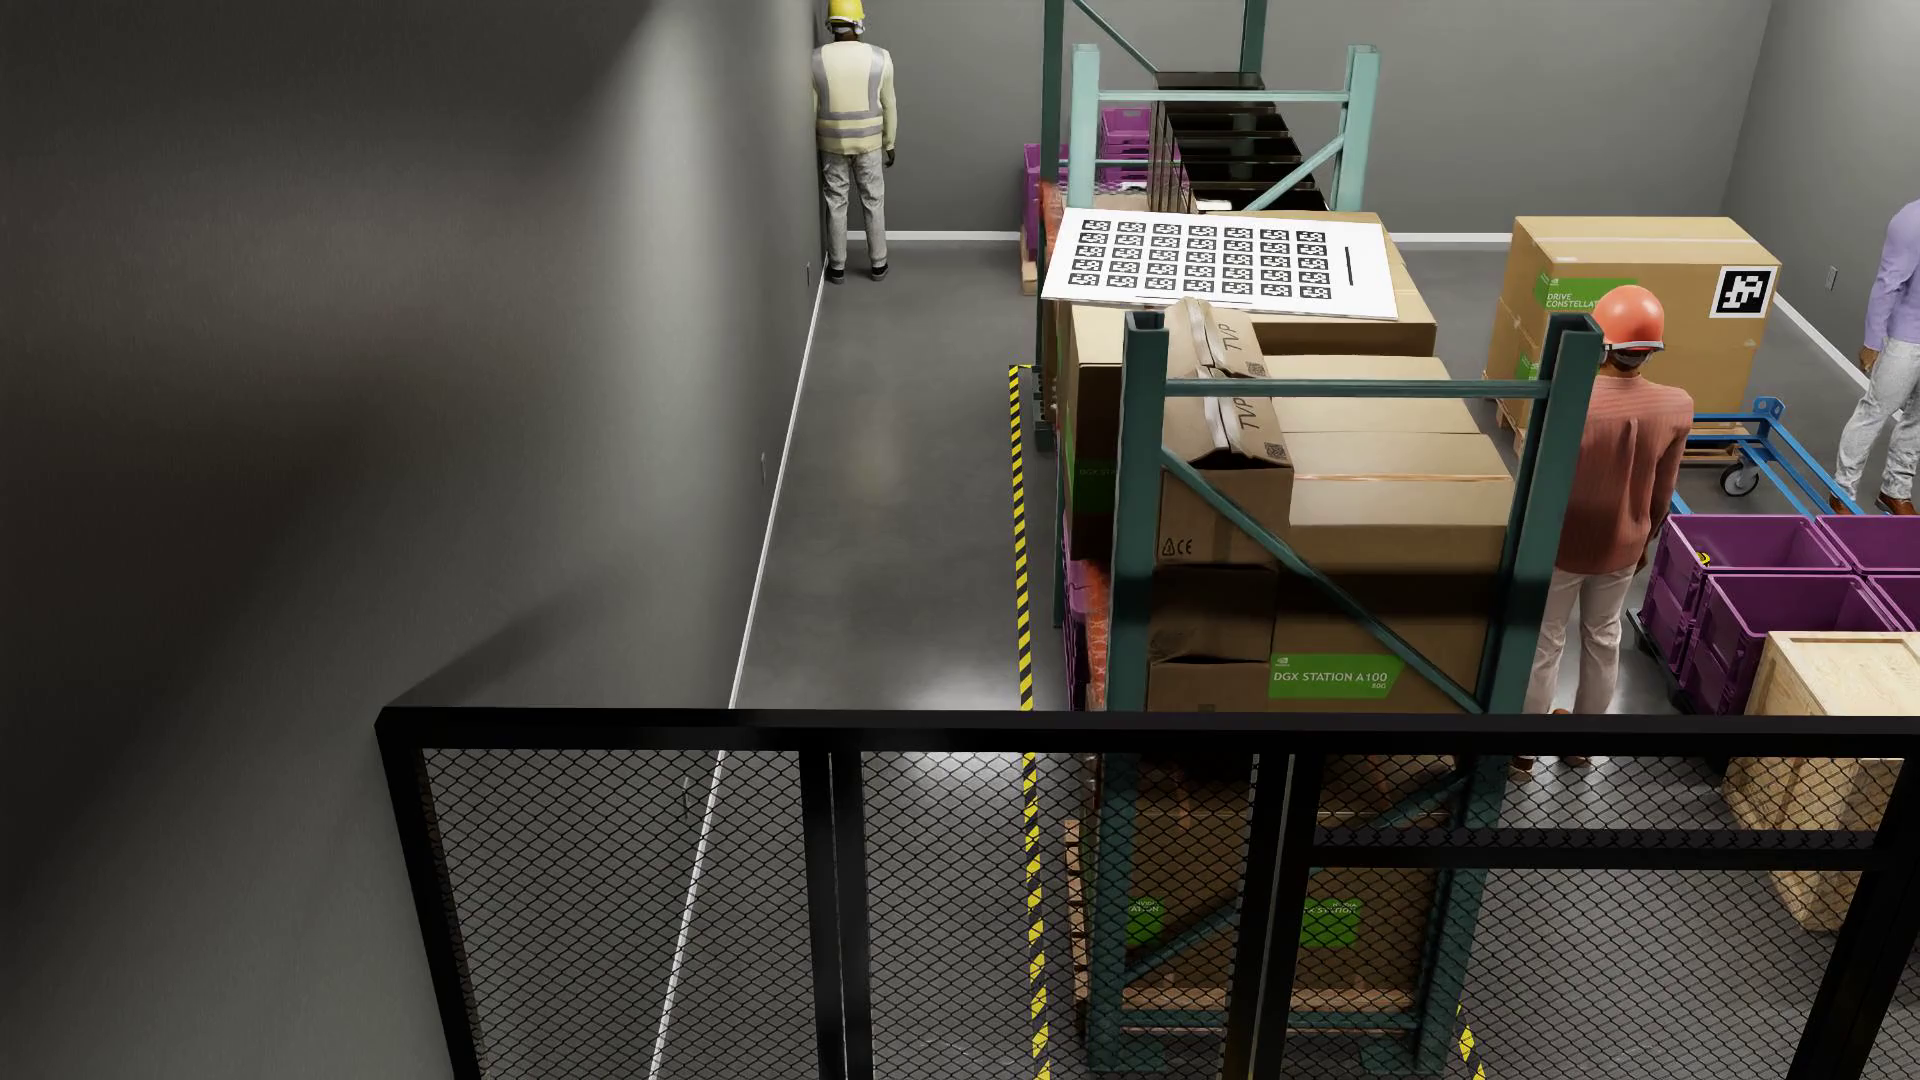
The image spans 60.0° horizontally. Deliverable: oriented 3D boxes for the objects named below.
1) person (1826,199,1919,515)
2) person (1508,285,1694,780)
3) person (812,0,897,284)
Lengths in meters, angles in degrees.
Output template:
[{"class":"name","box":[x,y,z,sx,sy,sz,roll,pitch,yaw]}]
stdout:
[{"class":"person","box":[4.527,-0.941,7.777,0.636,1.938,0.358,-1,31,-2]},{"class":"person","box":[2.298,0.006,6.149,0.611,1.996,0.378,-7,32,-11]},{"class":"person","box":[-0.696,-2.527,10.517,0.595,1.828,0.403,-3,31,-5]}]
